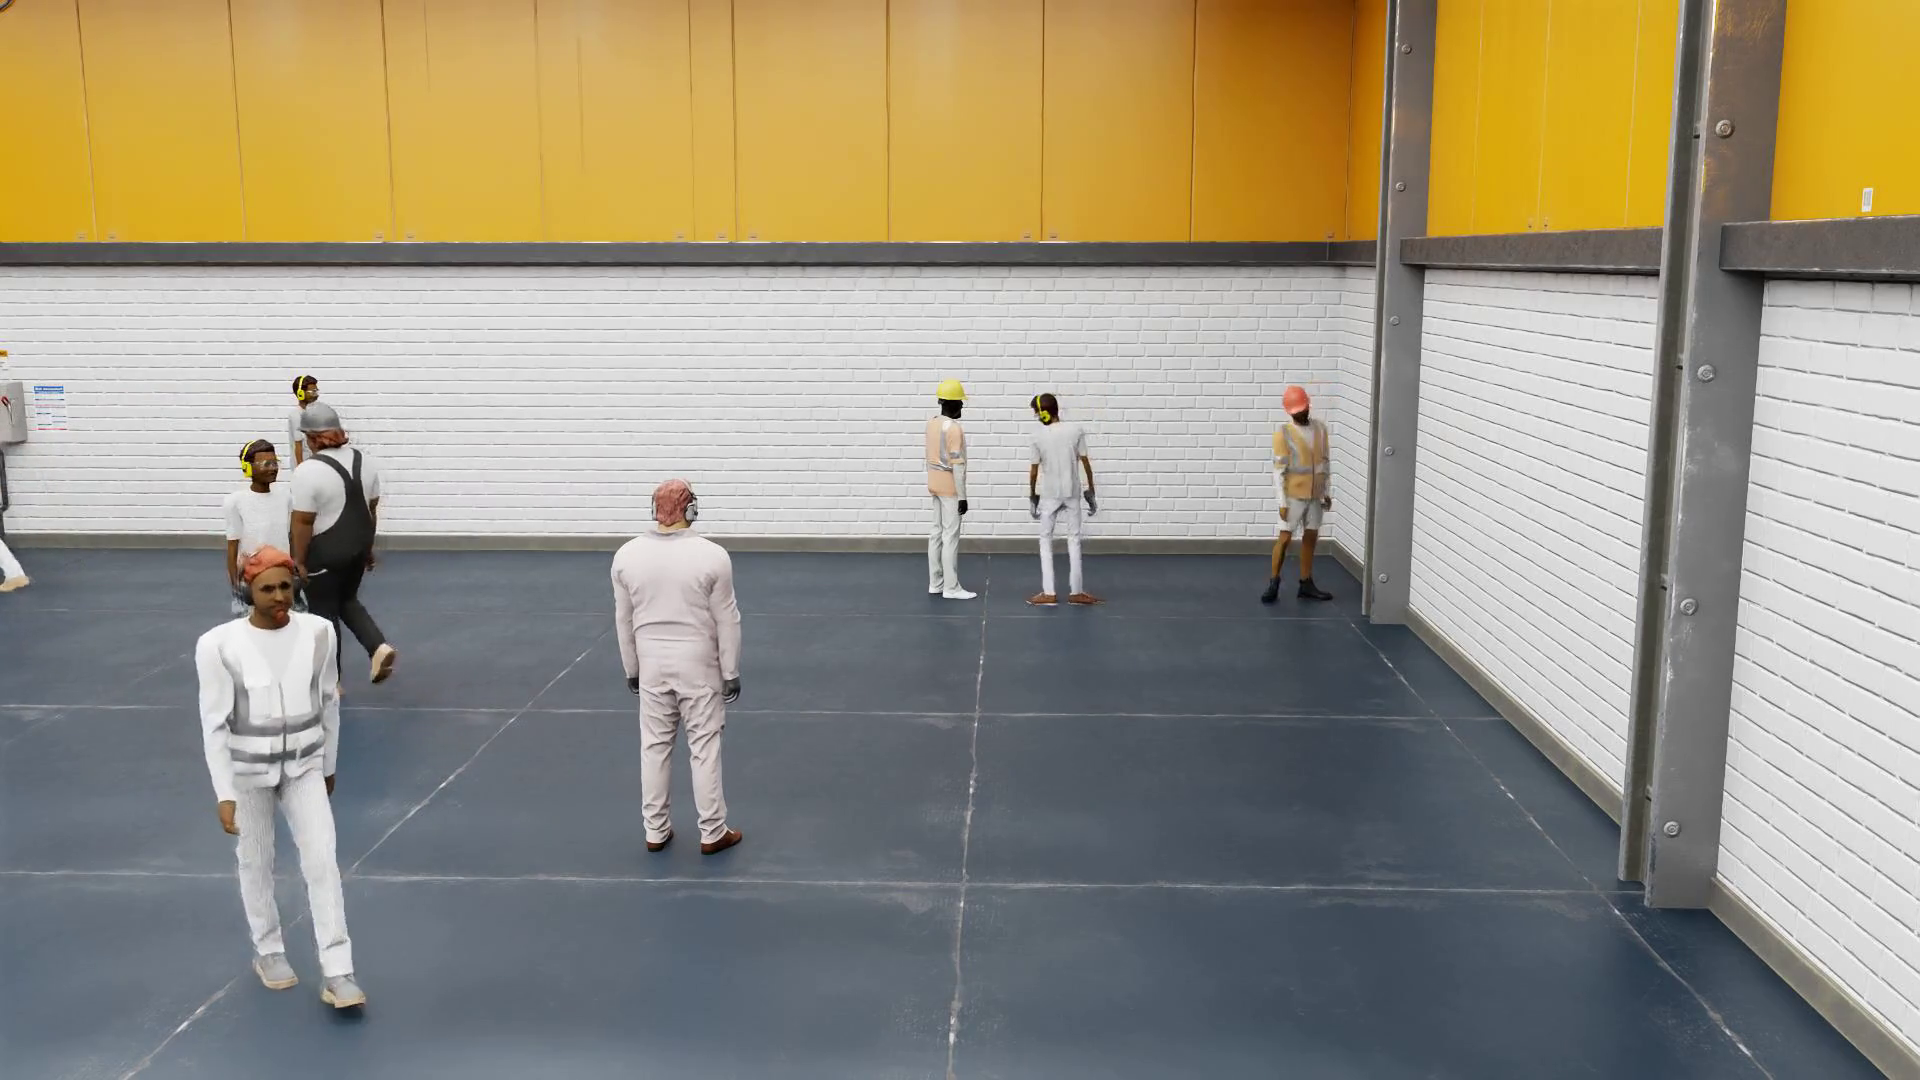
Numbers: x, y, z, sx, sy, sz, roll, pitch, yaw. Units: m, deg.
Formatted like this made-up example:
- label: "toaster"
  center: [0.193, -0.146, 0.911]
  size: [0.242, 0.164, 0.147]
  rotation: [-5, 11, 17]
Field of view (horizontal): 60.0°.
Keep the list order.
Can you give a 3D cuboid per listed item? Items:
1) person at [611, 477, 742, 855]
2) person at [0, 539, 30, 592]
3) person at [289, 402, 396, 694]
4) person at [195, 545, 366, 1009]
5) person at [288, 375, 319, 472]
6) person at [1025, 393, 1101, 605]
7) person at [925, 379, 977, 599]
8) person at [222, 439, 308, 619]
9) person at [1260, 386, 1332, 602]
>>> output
- label: "person"
  center: [-1.392, 0.633, 8.332]
  size: [0.643, 1.908, 0.411]
  rotation: [2, 10, 11]
- label: "person"
  center: [-8.790, -0.409, 14.767]
  size: [0.944, 1.801, 0.625]
  rotation: [-2, 10, -11]
- label: "person"
  center: [-4.258, 0.060, 11.290]
  size: [0.628, 2.000, 0.703]
  rotation: [4, 11, 23]
- label: "person"
  center: [-2.669, 0.957, 6.590]
  size: [0.579, 1.846, 0.882]
  rotation: [-8, 12, -38]
- label: "person"
  center: [-6.221, -0.633, 15.874]
  size: [0.309, 1.859, 0.535]
  rotation: [-2, 10, -11]
- label: "person"
  center: [0.917, -0.344, 14.288]
  size: [0.666, 1.834, 0.321]
  rotation: [0, 10, -2]
- label: "person"
  center: [-0.098, -0.443, 14.566]
  size: [0.363, 1.928, 0.587]
  rotation: [-5, 11, -28]
- label: "person"
  center: [-4.300, 0.306, 10.344]
  size: [0.328, 1.873, 0.517]
  rotation: [5, 11, 27]
- label: "person"
  center: [2.934, -0.385, 14.351]
  size: [0.668, 1.892, 0.400]
  rotation: [-5, 11, -25]
